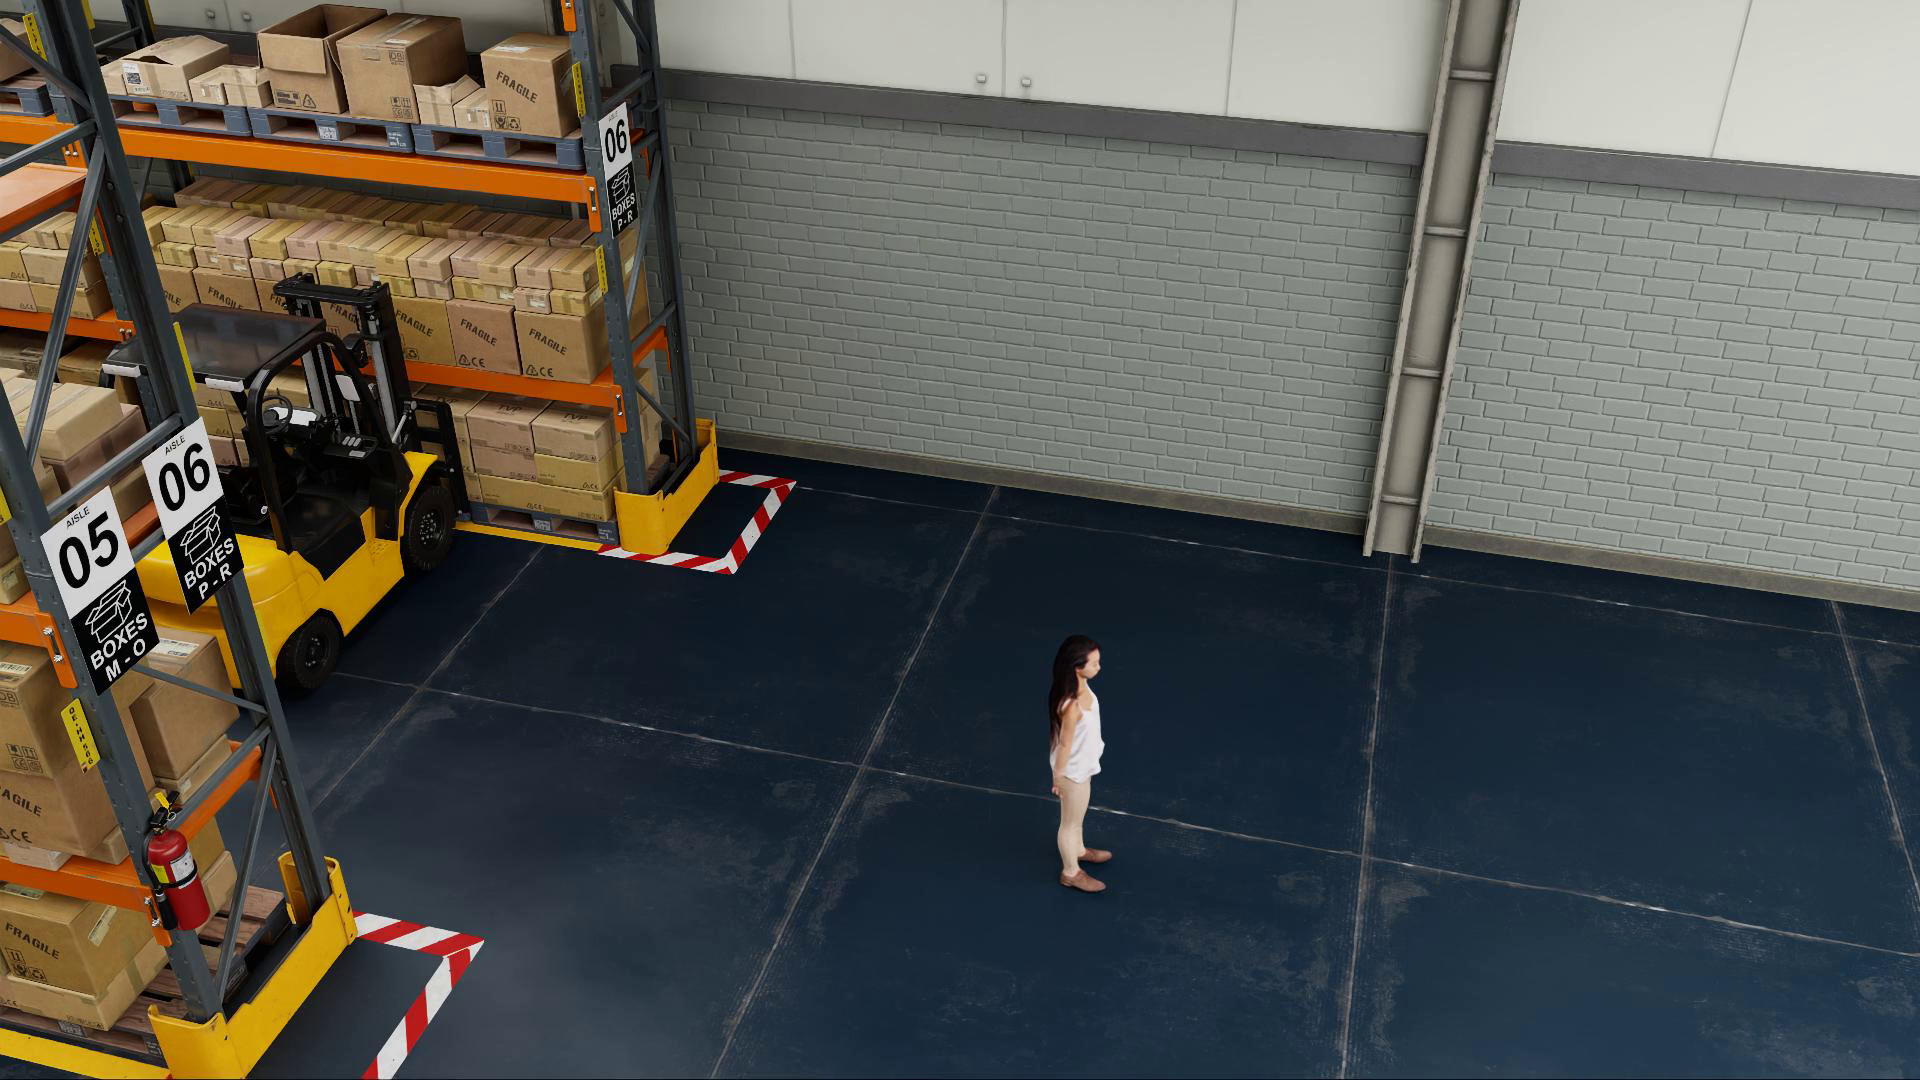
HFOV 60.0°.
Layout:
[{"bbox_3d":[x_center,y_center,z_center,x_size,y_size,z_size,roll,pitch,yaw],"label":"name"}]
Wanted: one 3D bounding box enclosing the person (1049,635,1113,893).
[{"bbox_3d":[0.601,1.184,8.902,0.562,1.652,0.628,8,34,12],"label":"person"}]
